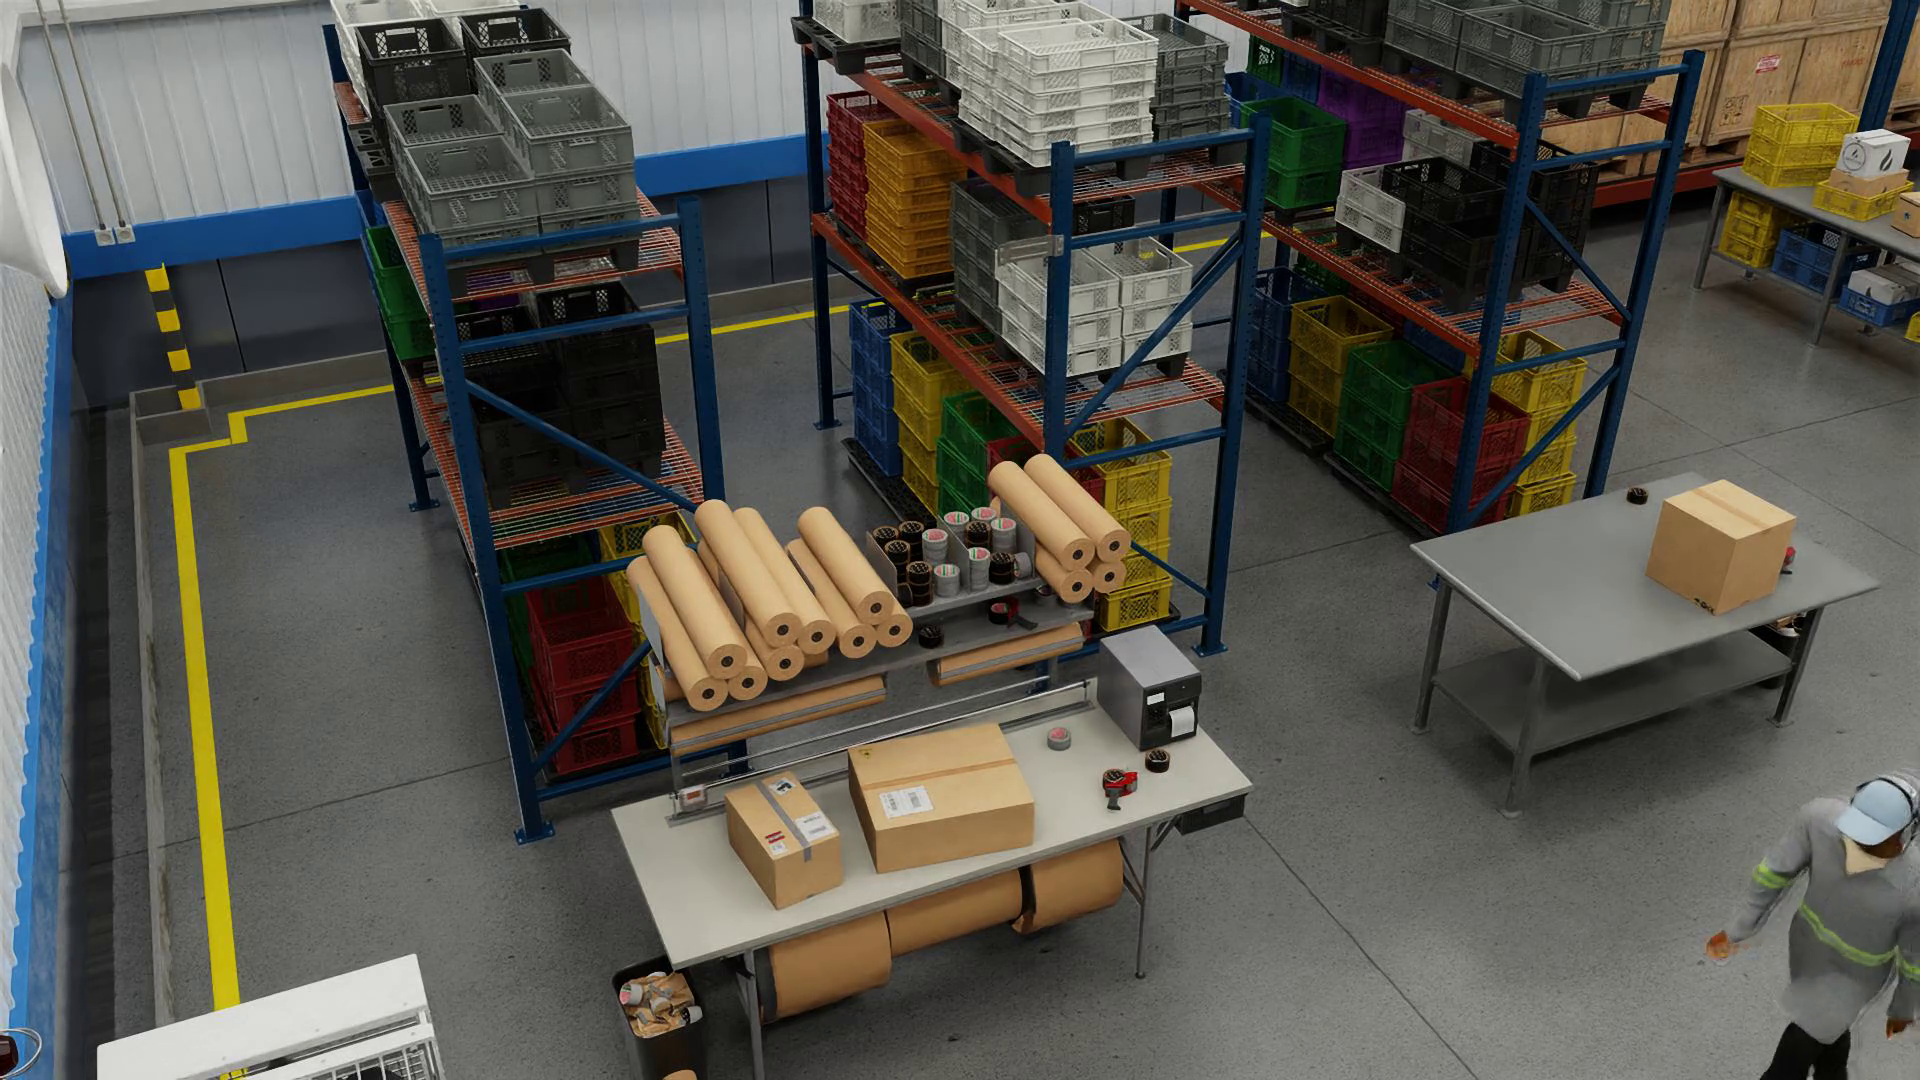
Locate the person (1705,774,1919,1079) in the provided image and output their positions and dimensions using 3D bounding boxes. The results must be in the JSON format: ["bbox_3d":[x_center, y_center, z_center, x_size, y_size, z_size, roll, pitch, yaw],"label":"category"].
[{"bbox_3d":[3.097,1.539,6.014,0.988,1.792,0.603,-10,33,-16],"label":"person"}]
